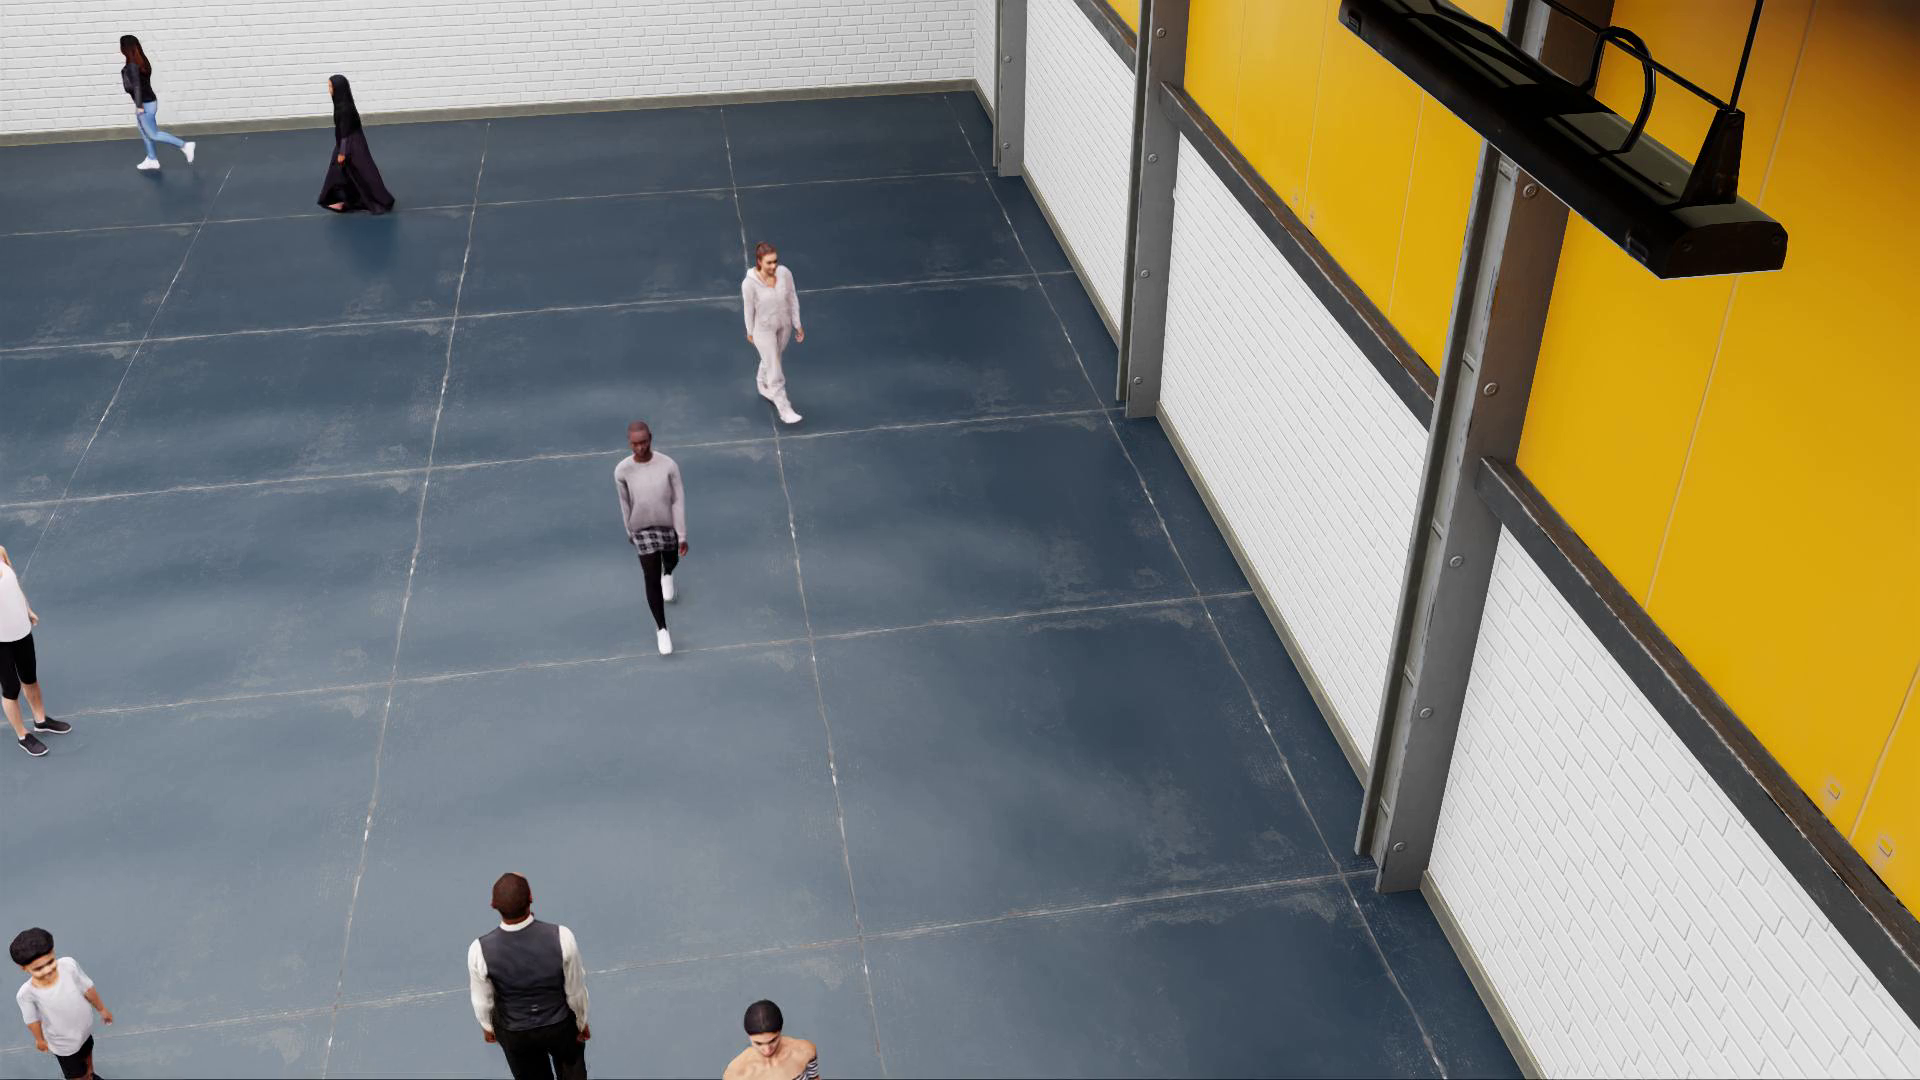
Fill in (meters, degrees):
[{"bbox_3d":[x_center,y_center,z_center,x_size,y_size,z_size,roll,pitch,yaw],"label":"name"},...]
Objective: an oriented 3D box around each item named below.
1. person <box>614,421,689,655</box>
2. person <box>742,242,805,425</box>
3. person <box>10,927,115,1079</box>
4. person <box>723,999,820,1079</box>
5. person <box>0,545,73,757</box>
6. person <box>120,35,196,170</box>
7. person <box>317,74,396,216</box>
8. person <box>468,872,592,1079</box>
[{"bbox_3d":[-2.196,-0.119,12.039,0.660,1.738,1.178,-8,34,-12],"label":"person"},{"bbox_3d":[-1.717,-1.900,14.814,0.975,1.632,1.184,-24,41,-32],"label":"person"},{"bbox_3d":[-4.658,2.460,8.605,0.755,1.244,0.704,18,38,25],"label":"person"},{"bbox_3d":[-0.851,2.715,7.708,0.674,1.813,0.652,-11,35,-16],"label":"person"},{"bbox_3d":[-6.269,0.607,10.903,0.747,1.786,0.612,9,35,13],"label":"person"},{"bbox_3d":[-9.602,-5.171,19.754,0.735,1.612,0.904,-7,34,-11],"label":"person"},{"bbox_3d":[-6.727,-4.420,18.629,0.852,1.607,1.062,-15,36,-21],"label":"person"},{"bbox_3d":[-2.054,2.408,8.084,0.749,1.908,0.773,-9,35,-14],"label":"person"}]
